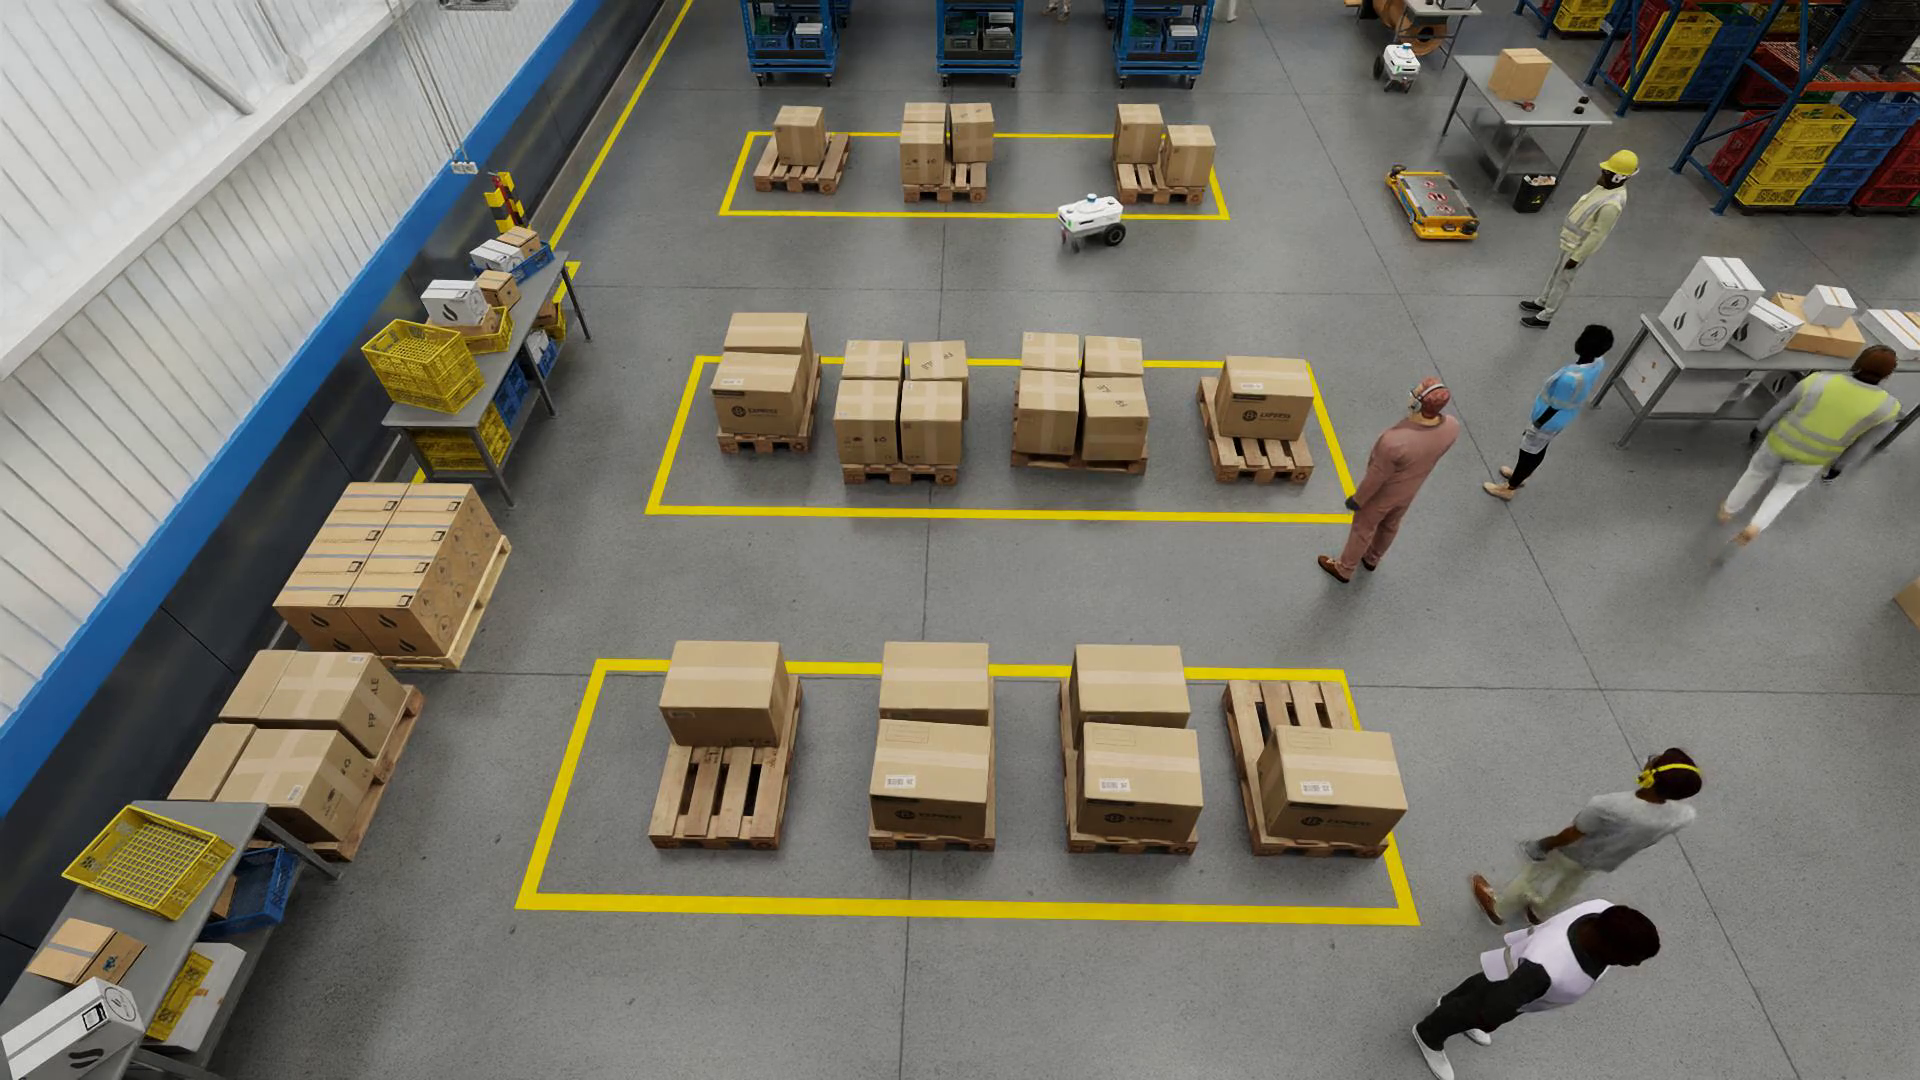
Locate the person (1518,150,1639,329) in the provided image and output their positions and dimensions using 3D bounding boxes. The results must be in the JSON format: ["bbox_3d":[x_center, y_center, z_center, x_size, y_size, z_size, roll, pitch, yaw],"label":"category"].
[{"bbox_3d":[6.093,-2.940,9.034,0.404,1.833,0.590,17,51,14],"label":"person"}]

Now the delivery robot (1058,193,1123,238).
[{"bbox_3d":[1.483,-3.715,10.485,0.707,0.478,0.477,-16,51,-13],"label":"delivery robot"}]

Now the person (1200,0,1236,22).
[{"bbox_3d":[4.240,-9.085,14.489,0.707,1.624,0.467,14,50,11],"label":"person"}]

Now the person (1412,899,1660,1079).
[{"bbox_3d":[2.784,2.189,4.540,0.588,1.917,0.390,-25,54,-20],"label":"person"}]

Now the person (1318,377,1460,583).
[{"bbox_3d":[3.168,-0.416,6.801,0.636,1.909,0.405,-18,51,-15],"label":"person"}]

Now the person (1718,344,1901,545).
[{"bbox_3d":[6.525,-0.714,7.116,0.652,1.817,0.600,35,58,26],"label":"person"}]

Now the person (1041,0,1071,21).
[{"bbox_3d":[1.622,-9.352,14.477,0.375,1.997,0.612,-33,57,-25],"label":"person"}]

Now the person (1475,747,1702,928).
[{"bbox_3d":[3.420,1.677,5.015,0.529,1.869,0.317,3,49,3],"label":"person"}]

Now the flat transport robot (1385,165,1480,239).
[{"bbox_3d":[5.692,-4.094,11.059,0.652,0.197,1.431,1,49,1],"label":"flat transport robot"}]

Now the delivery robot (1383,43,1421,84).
[{"bbox_3d":[6.385,-6.916,13.255,0.477,0.478,0.707,2,49,2],"label":"delivery robot"}]

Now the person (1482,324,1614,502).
[{"bbox_3d":[4.799,-1.016,7.456,0.542,1.696,0.316,-32,56,-24],"label":"person"}]
